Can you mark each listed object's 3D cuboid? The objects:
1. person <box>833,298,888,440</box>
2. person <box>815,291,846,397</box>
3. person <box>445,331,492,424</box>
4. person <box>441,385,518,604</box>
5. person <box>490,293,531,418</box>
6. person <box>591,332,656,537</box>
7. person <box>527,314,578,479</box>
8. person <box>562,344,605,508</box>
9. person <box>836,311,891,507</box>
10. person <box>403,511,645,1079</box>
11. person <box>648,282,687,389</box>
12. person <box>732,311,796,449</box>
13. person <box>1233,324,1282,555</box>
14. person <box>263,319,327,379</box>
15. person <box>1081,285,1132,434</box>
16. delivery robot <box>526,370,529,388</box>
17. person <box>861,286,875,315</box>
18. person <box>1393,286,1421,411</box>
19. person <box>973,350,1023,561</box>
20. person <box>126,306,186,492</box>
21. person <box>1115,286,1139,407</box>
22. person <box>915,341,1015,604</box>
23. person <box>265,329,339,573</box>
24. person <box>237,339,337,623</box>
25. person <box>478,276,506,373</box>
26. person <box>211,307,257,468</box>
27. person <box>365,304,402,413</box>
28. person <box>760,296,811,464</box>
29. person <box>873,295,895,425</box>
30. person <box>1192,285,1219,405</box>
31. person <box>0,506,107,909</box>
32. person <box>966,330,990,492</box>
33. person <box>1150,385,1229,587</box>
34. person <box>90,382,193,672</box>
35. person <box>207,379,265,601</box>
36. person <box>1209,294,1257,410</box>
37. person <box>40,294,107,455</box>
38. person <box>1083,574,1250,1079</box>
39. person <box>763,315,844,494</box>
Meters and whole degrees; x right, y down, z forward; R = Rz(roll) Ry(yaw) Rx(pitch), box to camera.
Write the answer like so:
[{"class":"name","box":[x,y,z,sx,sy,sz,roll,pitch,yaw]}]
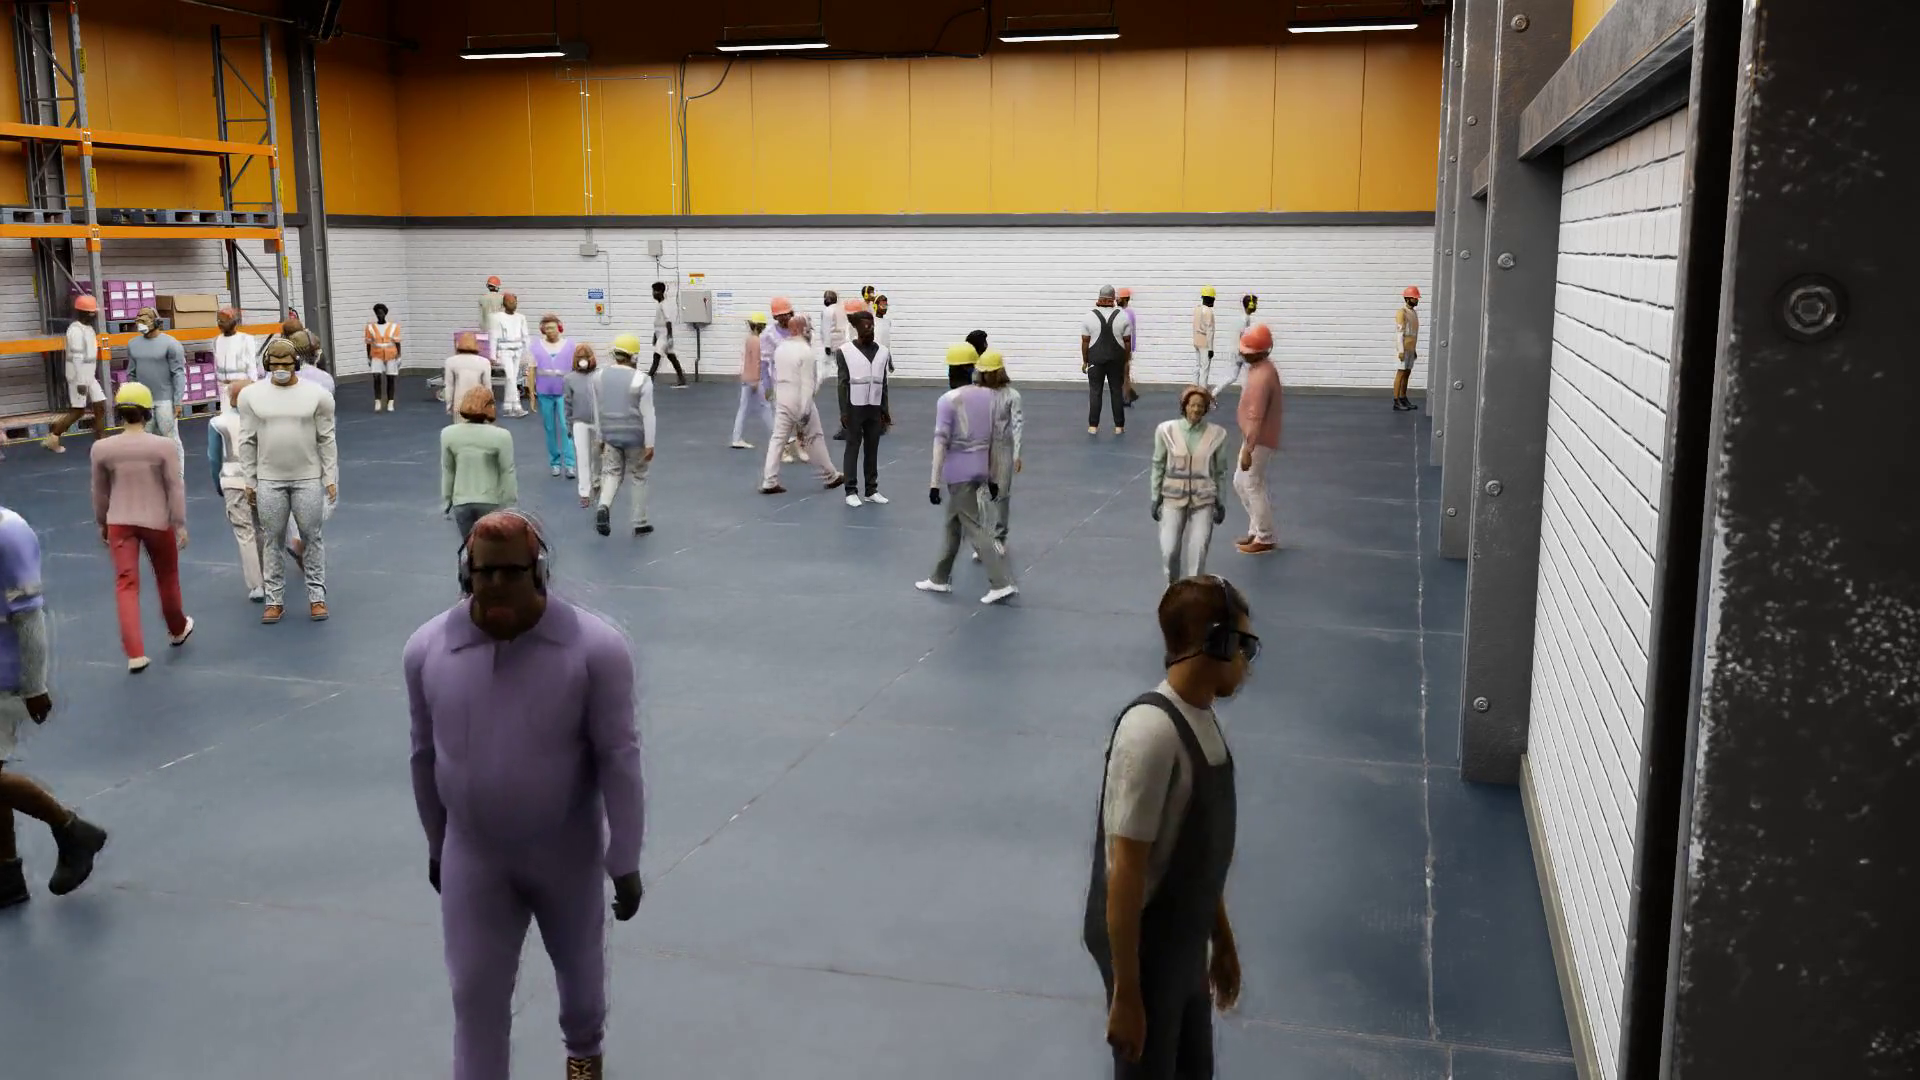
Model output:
[{"class":"person","box":[-1.316,-2.286,22.173,0.557,1.882,0.977,7,12,34]},{"class":"person","box":[-2.242,-3.308,28.160,0.939,1.794,0.660,5,11,28]},{"class":"person","box":[-5.412,-1.488,18.351,0.510,1.623,0.461,-3,10,-16]},{"class":"person","box":[-3.260,-0.244,11.320,0.528,1.618,0.367,1,10,5]},{"class":"person","box":[-6.589,-2.725,24.698,0.859,1.852,0.614,8,13,38]},{"class":"person","box":[-2.931,-0.895,14.465,0.605,1.812,0.639,3,10,14]},{"class":"person","box":[-4.447,-1.561,18.256,0.566,1.804,0.896,-2,10,-13]},{"class":"person","box":[-3.695,-1.160,16.585,0.509,1.596,0.838,-2,10,-12]},{"class":"person","box":[-0.954,-1.303,16.469,0.593,1.922,0.392,-8,13,-38]},{"class":"person","box":[-1.190,0.832,4.596,0.661,1.852,1.015,-1,10,-4]},{"class":"person","box":[-5.382,-3.647,29.766,1.024,1.902,0.637,-3,10,-16]},{"class":"person","box":[-2.510,-2.018,21.037,0.862,1.723,0.544,-4,11,-23]},{"class":"person","box":[2.435,-0.813,13.668,0.420,1.932,0.703,1,10,6]},{"class":"person","box":[-7.018,-1.445,17.654,0.650,1.796,0.970,-3,10,-14]},{"class":"person","box":[1.992,-2.472,22.745,0.684,2.000,0.535,1,10,3]},{"class":"delivery robot","box":[-7.217,-2.821,28.664,0.477,0.478,0.707,7,12,36]},{"class":"person","box":[-1.642,-3.568,29.489,0.331,1.861,0.515,1,10,5]},{"class":"person","box":[6.997,-2.990,25.966,0.366,1.939,0.542,8,13,39]},{"class":"person","box":[0.252,-0.680,13.536,0.516,1.700,0.716,2,10,11]},{"class":"person","box":[-8.283,-1.430,17.136,0.633,1.939,0.368,2,10,9]},{"class":"person","box":[2.592,-3.058,26.405,0.409,1.919,0.544,1,10,6]},{"class":"person","box":[0.048,-0.492,11.995,0.964,1.886,0.598,8,13,37]},{"class":"person","box":[-5.105,-0.668,12.877,0.632,1.921,0.514,2,10,13]},{"class":"person","box":[-4.560,-0.400,11.322,0.628,1.935,0.373,-3,10,-17]},{"class":"person","box":[-8.756,-3.970,31.359,0.608,1.996,0.377,2,10,14]},{"class":"person","box":[-8.244,-1.733,19.053,0.585,1.869,0.694,2,10,14]},{"class":"person","box":[-8.853,-2.784,25.574,0.538,1.670,0.739,-3,11,-19]},{"class":"person","box":[-2.014,-1.855,19.412,0.646,1.985,0.655,-4,11,-19]},{"class":"person","box":[-1.129,-2.546,23.660,0.314,1.866,0.536,8,13,39]},{"class":"person","box":[3.964,-3.139,26.847,0.380,1.924,0.593,-3,10,-15]},{"class":"person","box":[-3.679,0.489,6.321,0.551,1.918,0.477,6,12,32]},{"class":"person","box":[0.170,-1.322,17.209,0.321,1.697,0.529,-6,12,-31]},{"class":"person","box":[1.561,-0.252,11.331,0.533,1.623,0.415,1,10,4]},{"class":"person","box":[-5.013,-0.106,10.227,0.547,1.717,0.877,-2,10,-13]},{"class":"person","box":[-5.209,-0.382,12.170,0.505,1.583,0.870,-6,11,-29]},{"class":"person","box":[4.292,-2.917,25.920,0.867,1.828,0.536,0,10,2]},{"class":"person","box":[-10.704,-1.977,20.095,0.855,1.997,0.612,0,10,-3]},{"class":"person","box":[0.464,0.987,3.858,0.345,1.805,0.644,5,11,26]},{"class":"person","box":[-1.648,-1.411,17.309,1.041,1.839,0.640,-10,14,-44]}]
